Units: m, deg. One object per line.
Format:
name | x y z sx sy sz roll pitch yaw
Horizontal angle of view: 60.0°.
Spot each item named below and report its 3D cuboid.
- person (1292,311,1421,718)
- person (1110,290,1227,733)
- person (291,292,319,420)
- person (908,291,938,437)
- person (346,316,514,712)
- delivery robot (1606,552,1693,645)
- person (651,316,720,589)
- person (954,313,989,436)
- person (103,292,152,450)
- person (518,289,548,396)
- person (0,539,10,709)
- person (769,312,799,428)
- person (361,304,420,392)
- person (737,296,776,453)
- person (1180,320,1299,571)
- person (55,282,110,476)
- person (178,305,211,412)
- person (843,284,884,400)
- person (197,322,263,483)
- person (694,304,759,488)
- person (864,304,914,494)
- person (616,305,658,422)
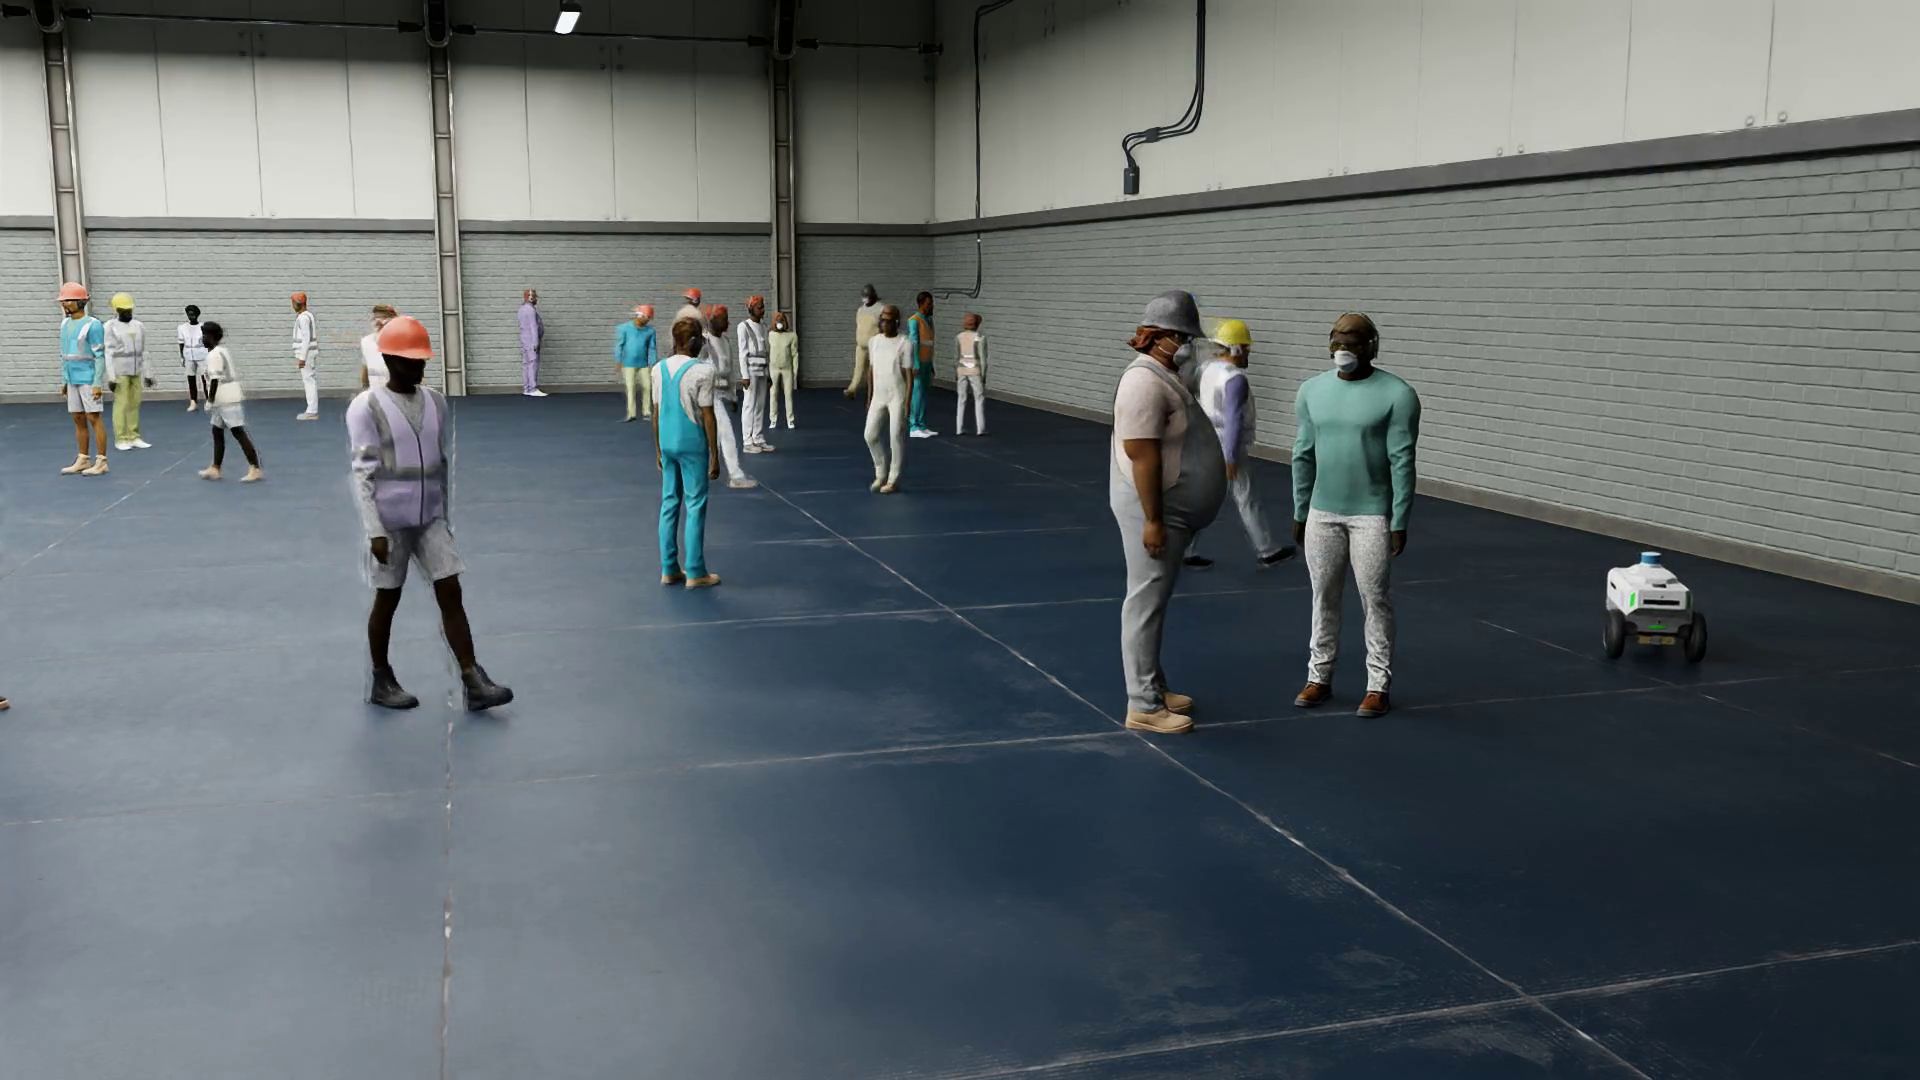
person | 1.873 -0.121 7.954 0.624 1.931 0.378 7 11 37
person | 0.971 -0.147 7.747 0.536 2.000 0.673 2 9 11
person | -9.731 -2.730 24.716 0.355 1.887 0.573 -2 9 -15
person | -0.507 -2.320 21.996 0.395 1.920 0.587 3 10 21
person | -2.534 -0.093 7.853 0.908 1.894 0.561 7 11 37
delivery robot | 3.829 0.311 9.248 0.477 0.478 0.707 2 9 12
person | -1.836 -0.583 11.195 0.512 1.835 0.359 5 10 28
person | 0.145 -2.196 22.132 0.525 1.630 0.320 5 10 31
person | -10.161 -2.059 20.316 0.389 1.921 0.598 3 9 19
person | -7.612 -3.508 29.613 0.409 1.907 0.648 -6 11 -32
person | -4.821 -0.122 7.820 0.368 1.966 0.602 3 10 21
person | -2.493 -2.358 23.180 0.501 1.627 0.283 -1 9 -5
person | -5.456 -1.341 15.982 0.565 1.845 0.387 1 9 7
person | -2.446 -1.987 19.986 0.353 1.883 0.577 4 10 24
person | 1.961 -0.663 11.842 0.914 1.781 0.617 -3 9 -16
person | -9.298 -1.691 17.591 0.605 2.044 0.374 4 10 25
person | -11.989 -2.848 26.125 0.531 1.686 0.334 0 9 -3
person | -1.579 -3.435 28.719 0.684 2.000 1.012 5 10 31
person | -7.523 -1.406 17.039 0.704 1.648 0.563 -3 9 -17
person | -2.511 -1.444 16.697 0.972 1.843 0.583 3 9 18
person | -0.695 -1.351 16.070 0.551 1.834 0.432 5 10 28
person | -4.707 -2.576 24.317 0.651 1.705 0.352 -4 10 -25
